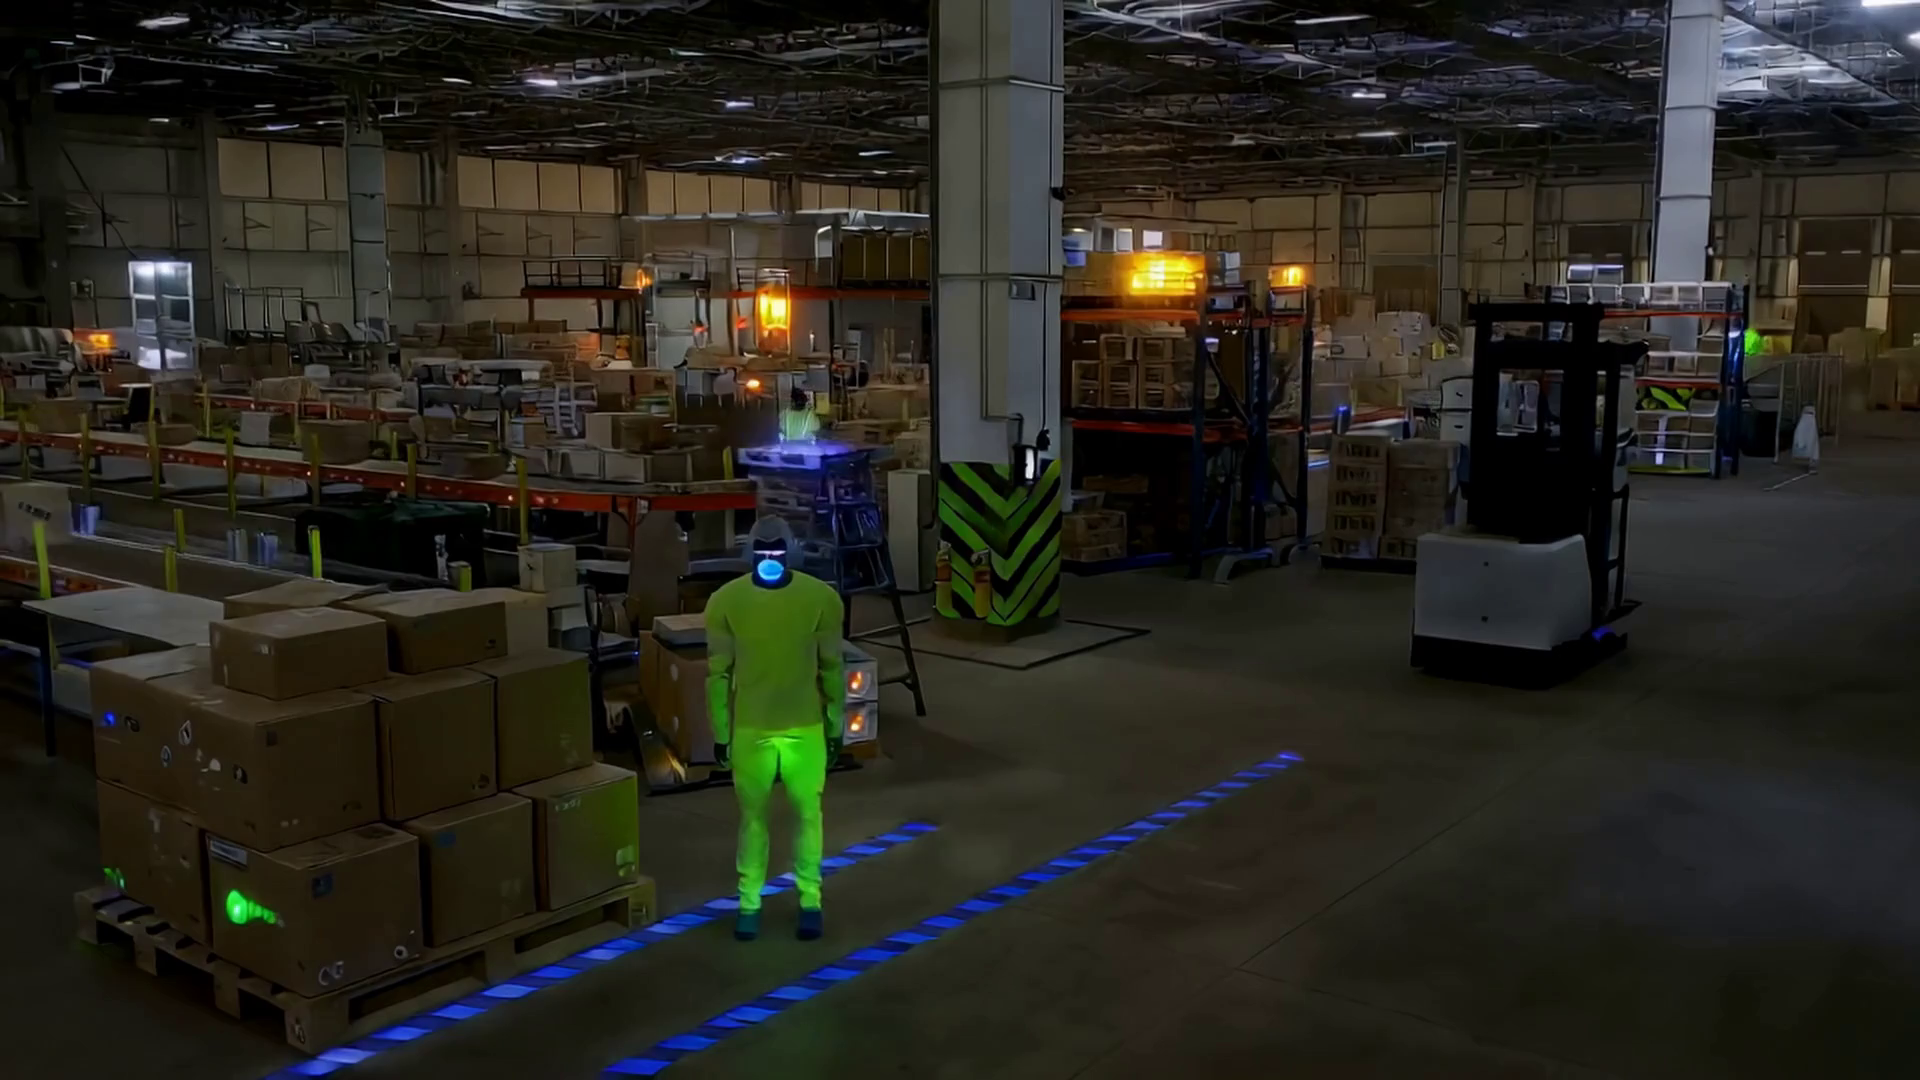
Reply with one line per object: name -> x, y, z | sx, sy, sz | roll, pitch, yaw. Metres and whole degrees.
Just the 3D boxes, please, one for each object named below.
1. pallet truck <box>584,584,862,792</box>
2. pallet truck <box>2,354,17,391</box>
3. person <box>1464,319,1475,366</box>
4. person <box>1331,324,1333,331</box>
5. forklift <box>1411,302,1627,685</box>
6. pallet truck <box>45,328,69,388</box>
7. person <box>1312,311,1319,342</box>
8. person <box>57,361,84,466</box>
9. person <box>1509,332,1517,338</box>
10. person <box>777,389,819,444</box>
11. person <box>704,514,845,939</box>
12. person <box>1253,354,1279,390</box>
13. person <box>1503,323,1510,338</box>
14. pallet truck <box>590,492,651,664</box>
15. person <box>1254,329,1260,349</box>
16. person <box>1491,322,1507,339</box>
pallet truck -> -1.426, 0.805, 10.019 | 1.601, 1.201, 0.680 | -4, 9, -26
pallet truck -> -24.881, -4.417, 42.634 | 1.885, 1.965, 0.823 | 8, 11, 41
person -> 20.292, -7.835, 66.015 | 0.616, 1.890, 0.642 | -7, 11, -41
person -> 17.427, -9.427, 76.751 | 0.562, 1.907, 0.947 | 5, 10, 29
forklift -> 4.379, -0.438, 12.852 | 1.129, 2.768, 1.873 | 7, 11, 37
pallet truck -> -23.775, -4.544, 43.495 | 1.885, 1.965, 0.823 | 6, 10, 35
person -> 18.421, -10.881, 86.253 | 0.609, 1.986, 0.390 | 7, 11, 40
person -> -14.975, -2.131, 28.004 | 0.312, 1.768, 0.529 | -5, 10, -32
person -> 16.866, -5.450, 50.456 | 0.657, 1.735, 0.556 | -5, 10, -31
person -> -2.098, -1.152, 21.754 | 0.536, 1.662, 0.841 | 3, 9, 17
person -> -0.822, 0.838, 7.458 | 0.624, 1.932, 0.369 | -1, 8, -6
person -> 5.611, -2.535, 30.631 | 0.597, 1.800, 0.884 | 7, 11, 39
person -> 16.962, -5.777, 51.846 | 0.611, 1.985, 0.393 | 7, 11, 40
pallet truck -> -3.115, 0.344, 12.883 | 0.653, 1.274, 1.630 | 7, 11, 37
person -> 15.471, -10.836, 86.433 | 0.430, 1.845, 0.624 | 6, 10, 35
person -> 16.042, -5.462, 49.536 | 0.535, 2.000, 0.686 | -7, 11, -40
